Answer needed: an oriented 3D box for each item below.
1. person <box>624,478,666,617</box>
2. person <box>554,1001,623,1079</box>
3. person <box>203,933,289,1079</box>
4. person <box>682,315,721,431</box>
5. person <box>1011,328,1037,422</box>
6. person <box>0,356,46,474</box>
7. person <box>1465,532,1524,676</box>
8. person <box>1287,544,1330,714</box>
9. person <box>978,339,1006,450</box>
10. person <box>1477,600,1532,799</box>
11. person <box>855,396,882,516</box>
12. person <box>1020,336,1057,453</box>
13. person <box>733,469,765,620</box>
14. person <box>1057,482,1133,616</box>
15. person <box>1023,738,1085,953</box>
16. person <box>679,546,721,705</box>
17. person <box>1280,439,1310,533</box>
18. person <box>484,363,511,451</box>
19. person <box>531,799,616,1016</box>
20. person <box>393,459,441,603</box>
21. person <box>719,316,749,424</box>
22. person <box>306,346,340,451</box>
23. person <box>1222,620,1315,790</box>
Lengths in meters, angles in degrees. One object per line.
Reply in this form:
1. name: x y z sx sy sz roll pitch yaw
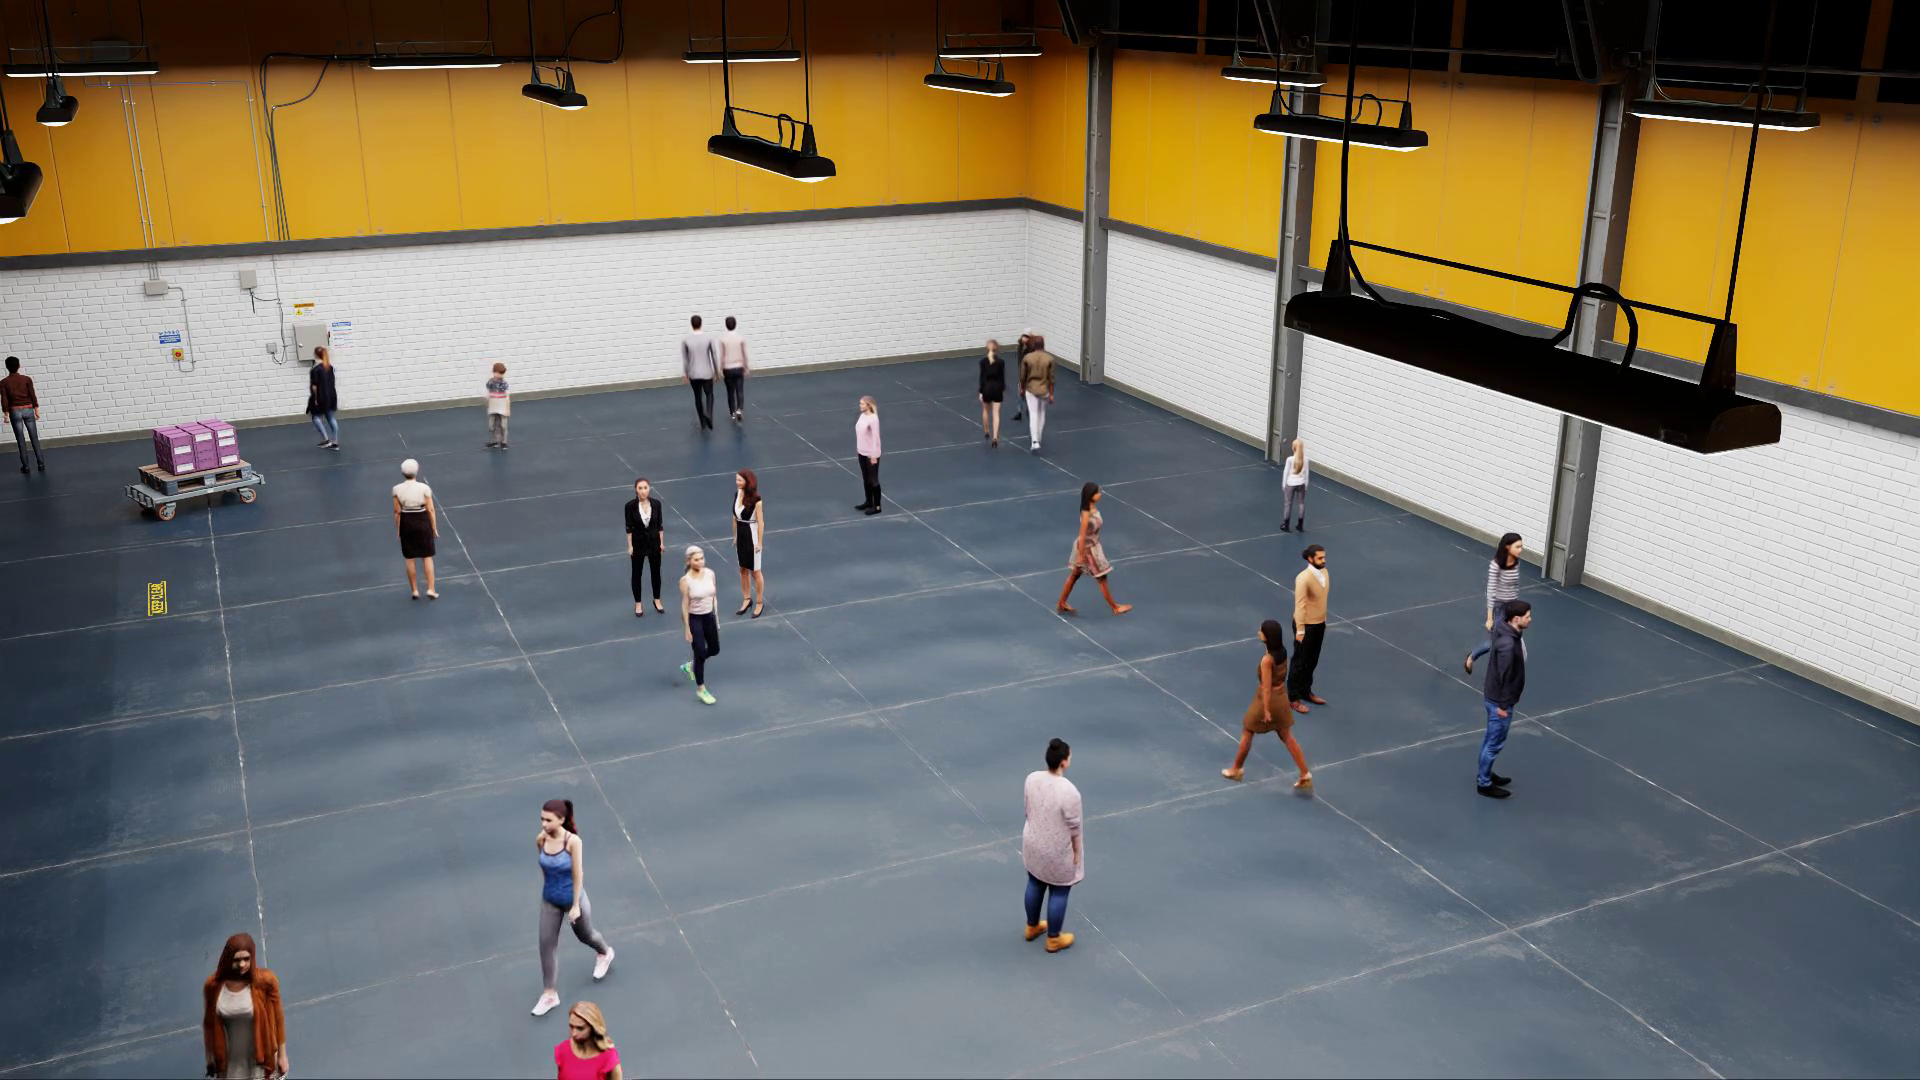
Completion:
1. person: -3.691 0.064 19.520 0.587 1.662 0.540 -8 20 -23
2. person: -2.077 3.379 9.655 0.976 1.676 1.119 4 19 11
3. person: -4.414 3.164 10.241 0.780 1.709 0.691 0 19 1
4. person: -4.284 -2.721 27.418 0.919 1.901 1.024 -1 19 -3
5. person: 1.188 -2.810 28.150 0.918 1.602 0.897 17 25 41
6. person: -14.205 -1.908 25.190 0.689 1.782 0.596 -14 23 -35
7. person: 5.553 0.761 17.265 0.660 1.781 0.827 -11 22 -30
8. person: 3.571 0.871 16.982 0.707 1.753 0.738 17 25 40
9. person: 0.514 -2.259 26.350 0.921 1.707 1.224 0 19 0
10. person: 4.921 1.419 15.144 0.807 1.888 0.730 5 19 15
11. person: -1.258 -1.204 23.248 0.685 1.687 0.512 -11 22 -30
12. person: 1.231 -2.283 26.290 1.072 1.791 1.306 0 19 0
13. person: -2.467 0.031 19.412 0.586 1.795 0.712 14 23 35
14. person: 1.411 0.133 19.418 1.106 1.597 1.137 4 19 11
15. person: 0.687 2.314 12.713 0.706 1.744 0.833 17 25 40
16. person: -2.742 0.843 17.166 0.905 1.689 0.792 15 24 38
17. person: 4.551 -0.745 22.526 0.556 1.277 0.582 -2 19 -6
18. person: -7.349 -2.118 26.392 0.722 1.413 0.720 4 19 12
19. person: -2.819 2.606 12.108 1.021 1.576 1.069 7 20 20
20. person: -6.510 -0.111 19.899 0.703 1.754 0.647 -2 19 -6
21. person: -3.796 -2.838 27.948 0.849 1.783 1.187 -3 19 -8
22. person: -9.986 -2.227 26.301 0.850 1.677 0.799 10 21 28
23. person: 2.916 1.543 15.153 1.158 1.648 0.941 12 22 32
